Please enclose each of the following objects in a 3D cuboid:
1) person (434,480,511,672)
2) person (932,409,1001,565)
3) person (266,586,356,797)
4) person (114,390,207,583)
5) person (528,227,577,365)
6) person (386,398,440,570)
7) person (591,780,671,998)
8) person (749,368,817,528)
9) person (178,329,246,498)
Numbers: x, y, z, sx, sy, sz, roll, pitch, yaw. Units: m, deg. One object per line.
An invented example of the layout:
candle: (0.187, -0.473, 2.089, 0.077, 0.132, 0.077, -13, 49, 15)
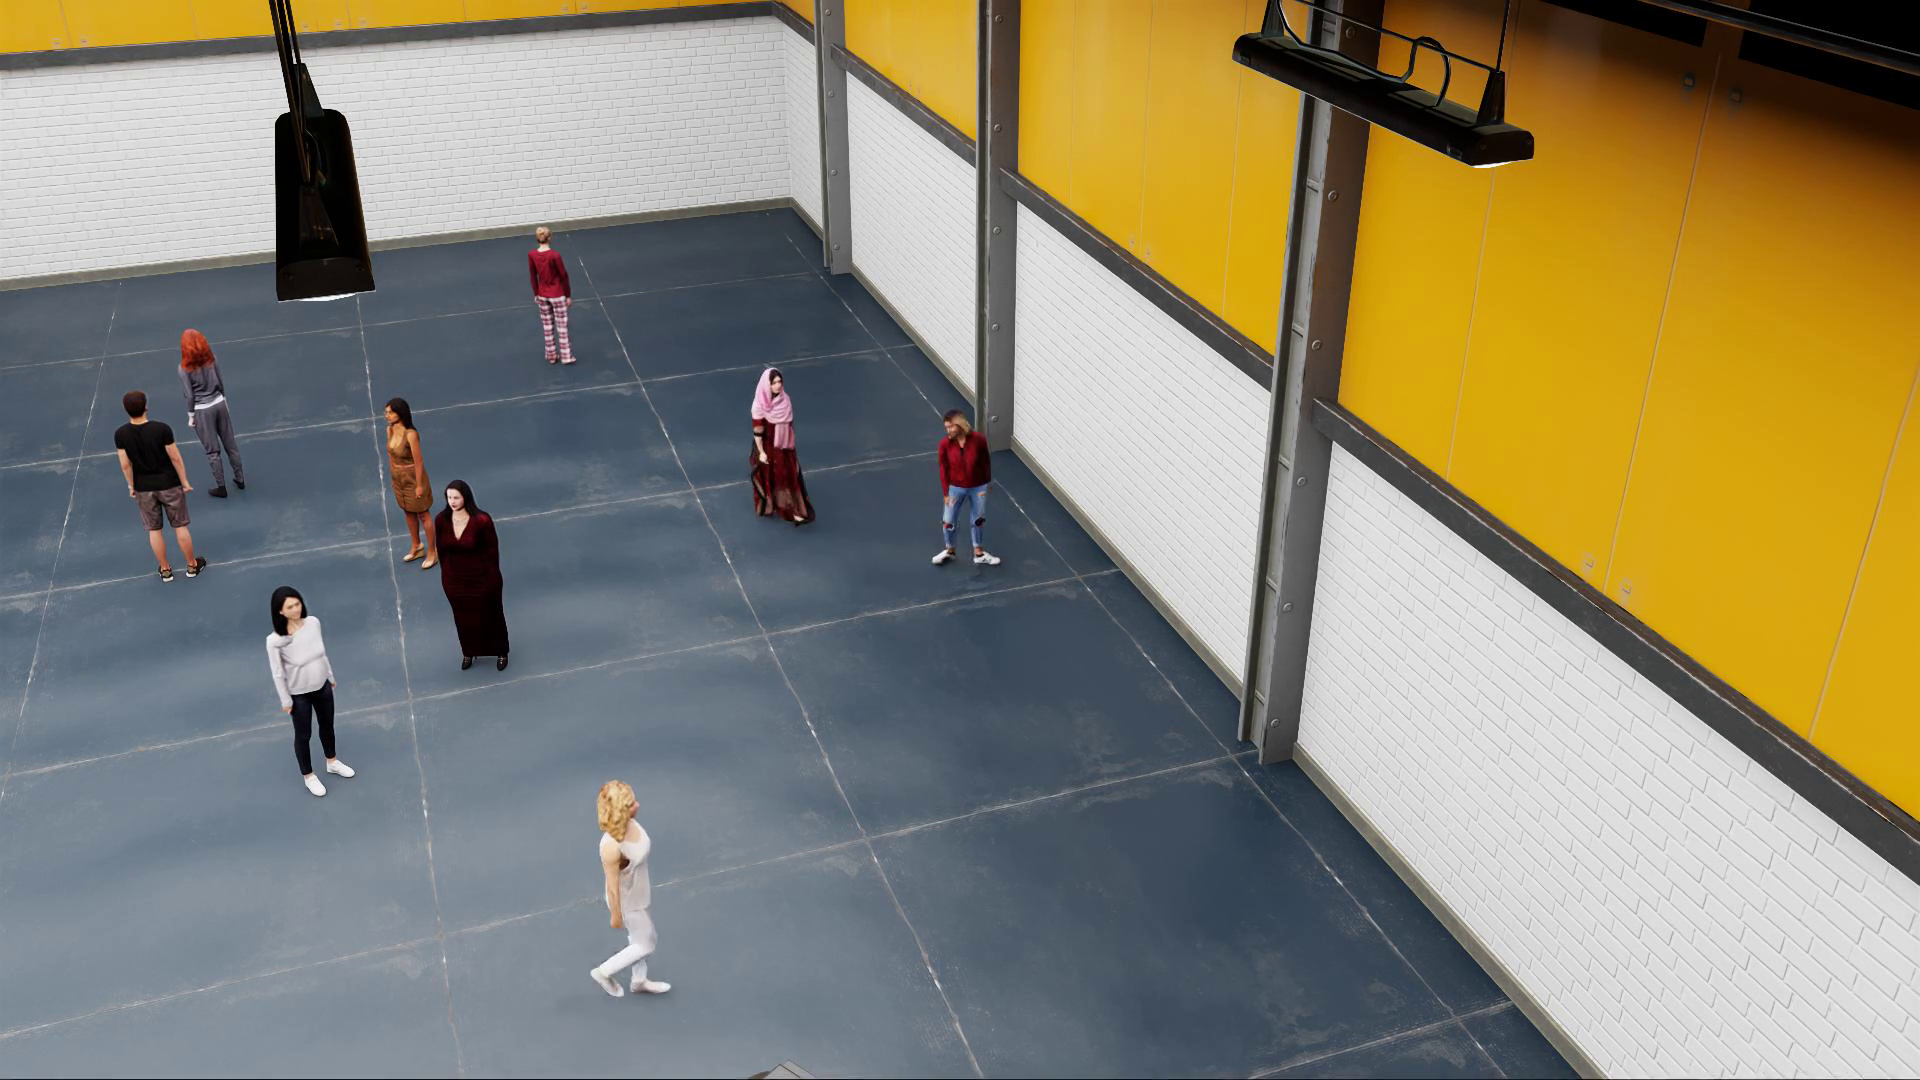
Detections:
person: (-4.046, 0.291, 13.780, 0.754, 1.758, 0.742, 2, 29, 3)
person: (0.110, -0.486, 15.352, 0.833, 1.617, 0.619, -10, 30, -18)
person: (-4.863, 1.092, 12.372, 0.752, 1.701, 0.709, 16, 32, 27)
person: (-7.306, -0.496, 15.115, 0.681, 1.861, 0.579, -8, 30, -15)
person: (-4.840, -2.904, 19.702, 0.677, 1.697, 0.685, 7, 29, 12)
person: (-5.078, -0.538, 15.371, 0.609, 1.690, 0.696, 18, 33, 29)
person: (-2.137, 2.199, 10.386, 0.775, 1.659, 0.738, 0, 29, -1)
person: (-1.864, -0.913, 16.160, 0.798, 1.592, 1.115, -18, 33, -29)
person: (-7.505, -1.277, 16.633, 0.680, 1.779, 0.662, 20, 34, 32)
